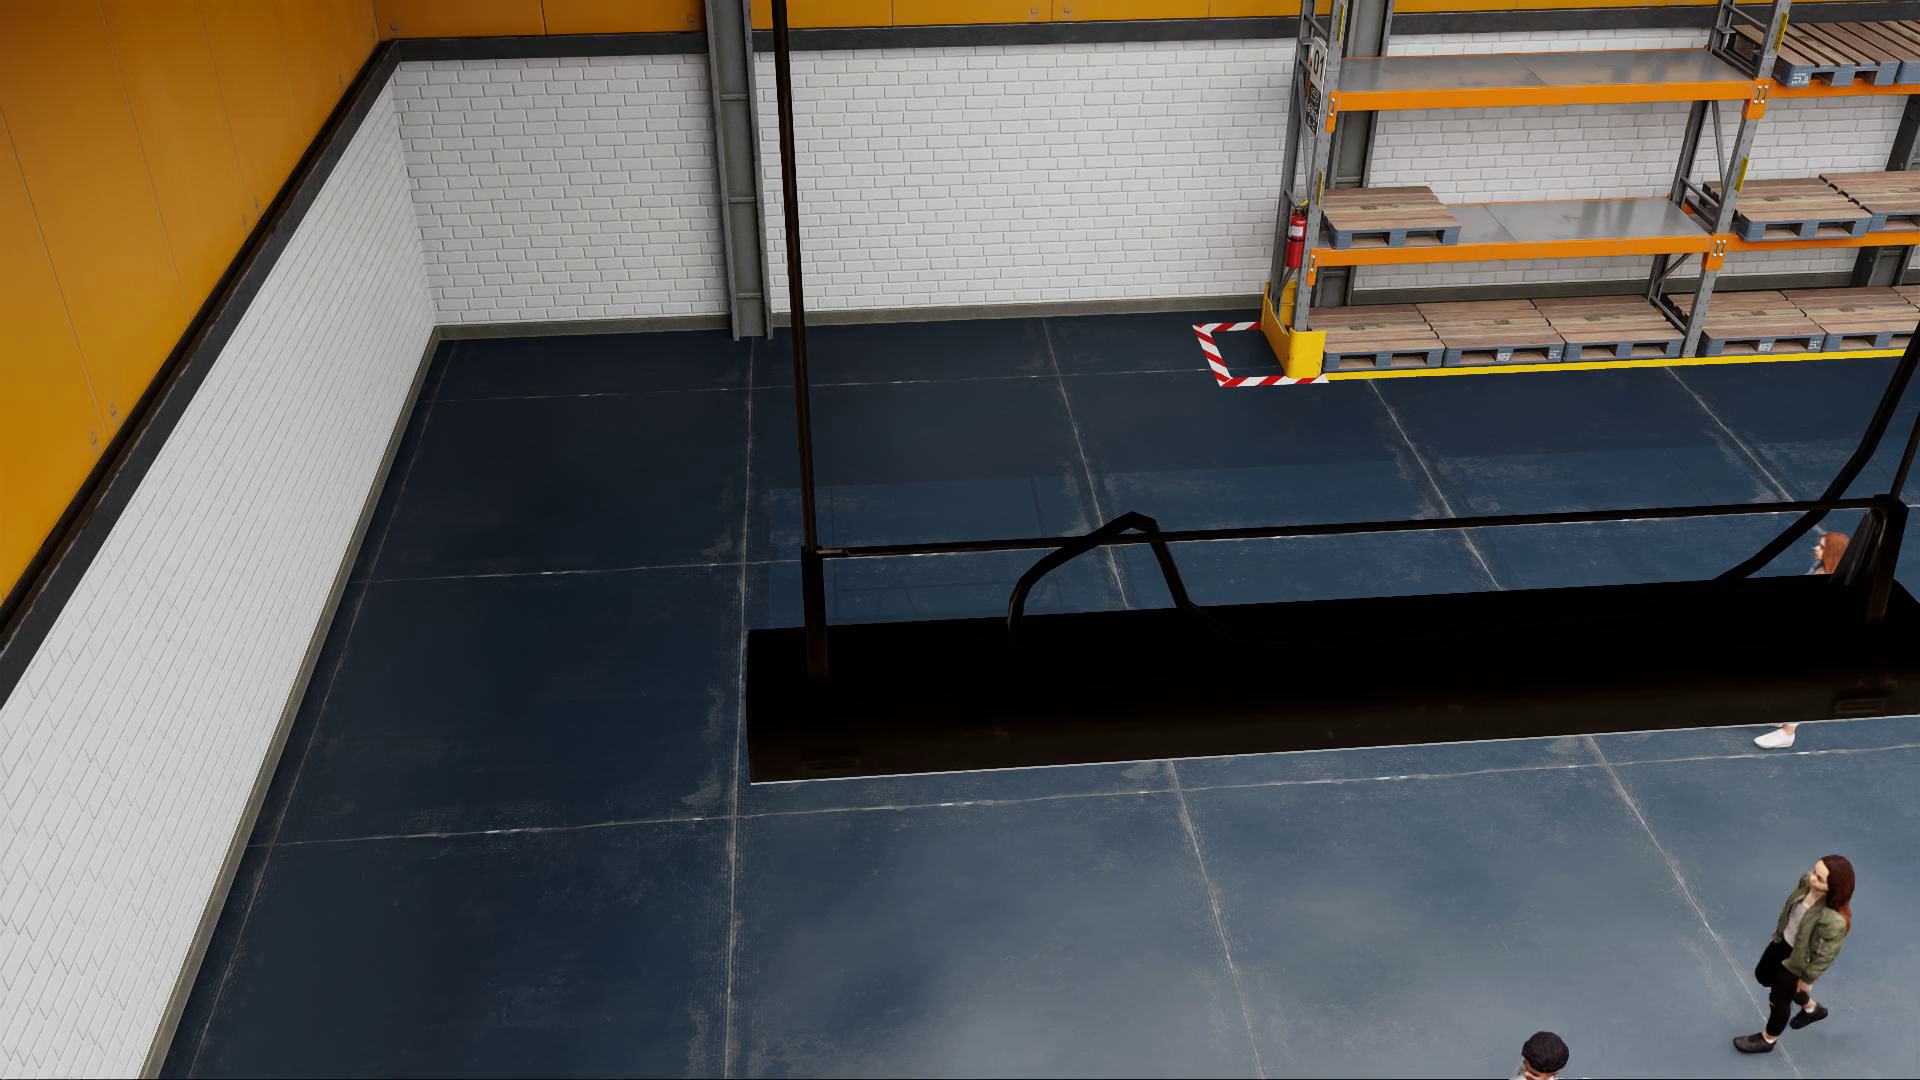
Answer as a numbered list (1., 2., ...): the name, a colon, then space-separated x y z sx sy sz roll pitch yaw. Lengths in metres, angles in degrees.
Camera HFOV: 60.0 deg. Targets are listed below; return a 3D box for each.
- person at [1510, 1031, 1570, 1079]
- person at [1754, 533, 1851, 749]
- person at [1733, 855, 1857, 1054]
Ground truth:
1. person: 2.922 2.903 8.347 0.692 1.242 0.580 -8 34 -12
2. person: 5.757 0.670 11.289 0.596 1.702 0.661 5 34 8
3. person: 4.655 2.267 9.101 0.765 1.466 0.647 2 34 3
